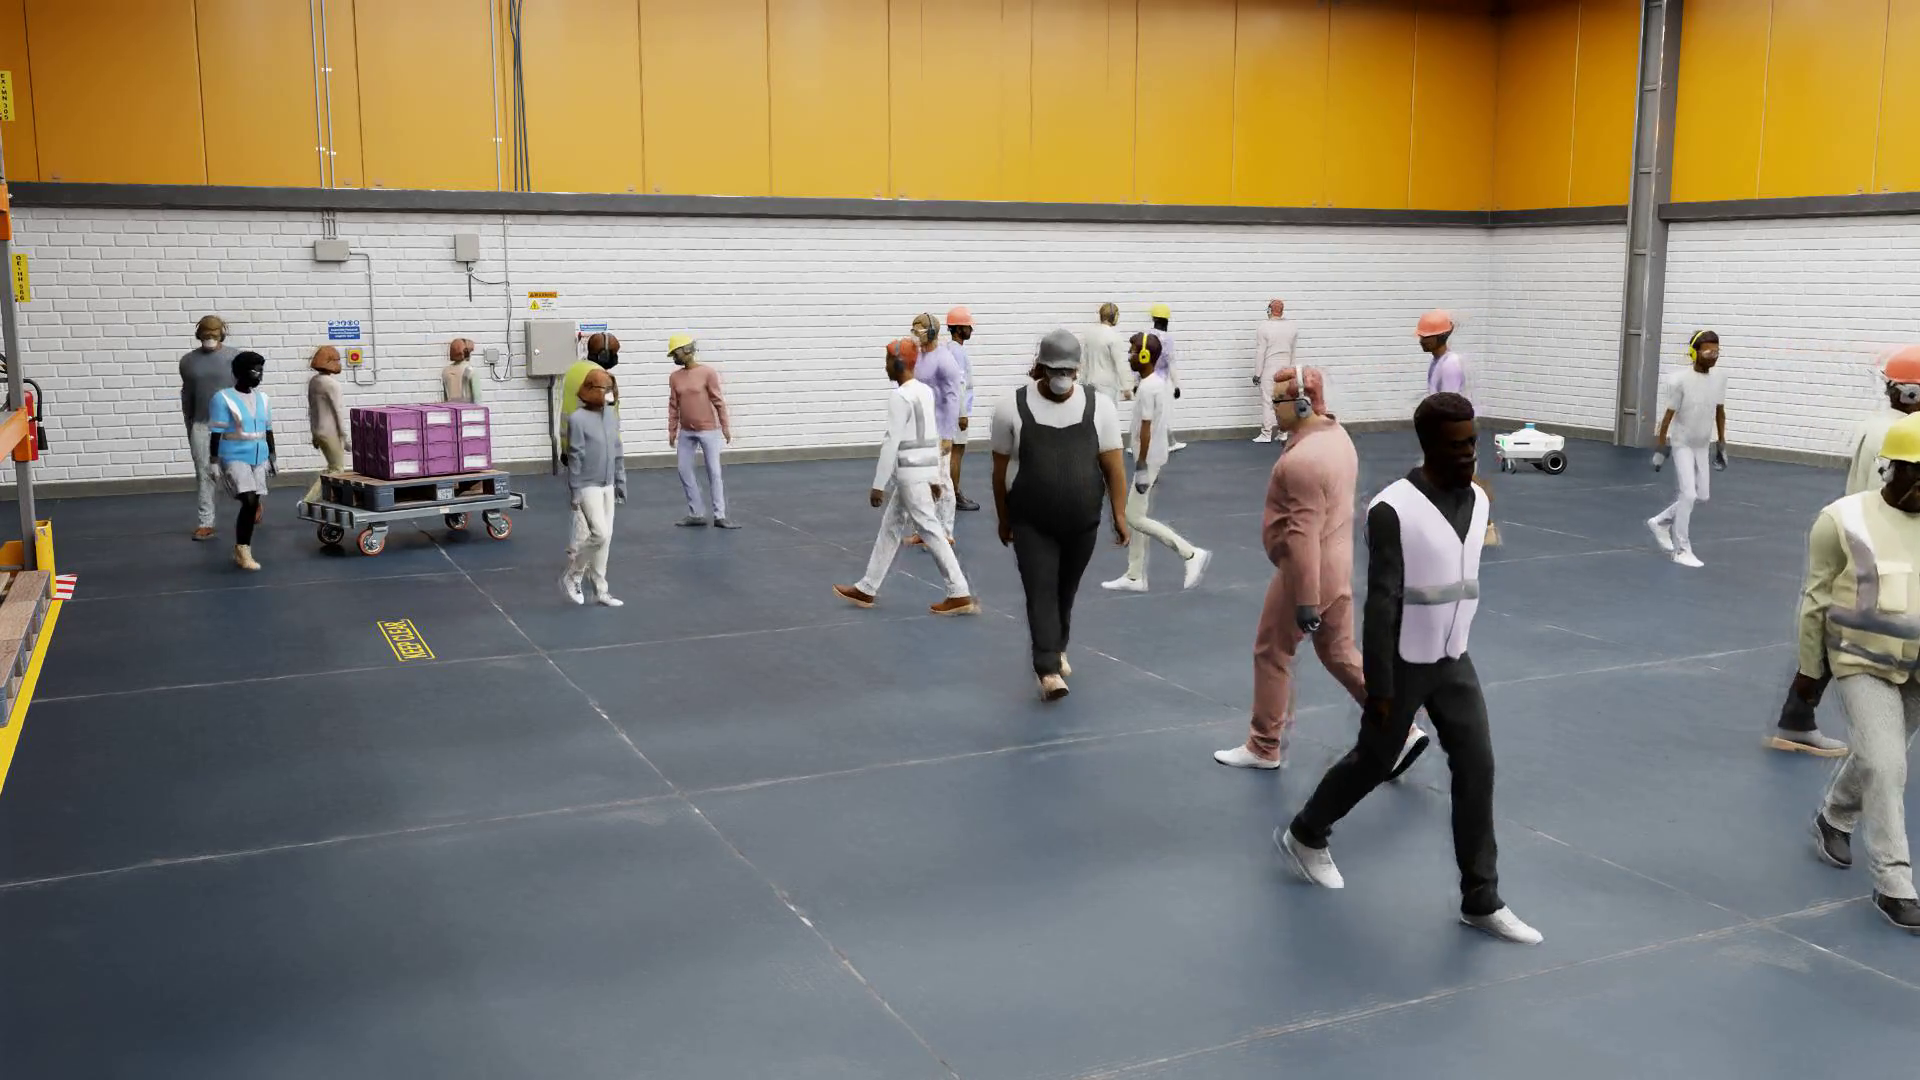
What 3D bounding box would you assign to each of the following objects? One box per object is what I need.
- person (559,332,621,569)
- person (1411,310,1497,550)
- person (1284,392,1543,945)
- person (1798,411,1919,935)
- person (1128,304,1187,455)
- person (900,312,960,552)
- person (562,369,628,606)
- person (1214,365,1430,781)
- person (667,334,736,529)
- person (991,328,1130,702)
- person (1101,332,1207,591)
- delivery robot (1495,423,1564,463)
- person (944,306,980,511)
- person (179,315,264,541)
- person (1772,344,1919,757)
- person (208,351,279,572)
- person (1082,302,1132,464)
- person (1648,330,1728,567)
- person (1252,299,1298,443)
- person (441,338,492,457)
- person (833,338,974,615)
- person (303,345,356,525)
[{"bbox_3d":[-2.819,-0.673,12.676,0.487,1.812,0.642,-7,11,-36],"label":"person"},{"bbox_3d":[3.910,-0.868,13.433,1.069,1.957,0.608,0,9,-2],"label":"person"},{"bbox_3d":[1.572,0.403,5.831,0.592,1.874,0.989,-7,11,-37],"label":"person"},{"bbox_3d":[3.354,0.417,6.008,0.596,1.790,0.931,0,9,1],"label":"person"},{"bbox_3d":[2.438,-1.974,20.561,1.012,1.871,0.610,-5,11,-31],"label":"person"},{"bbox_3d":[-0.239,-0.870,13.500,0.352,1.937,0.635,-6,11,-33],"label":"person"},{"bbox_3d":[-2.438,-0.339,11.174,0.347,1.618,0.516,4,10,24],"label":"person"},{"bbox_3d":[1.621,0.158,7.357,0.907,1.865,0.660,5,11,31],"label":"person"},{"bbox_3d":[-2.277,-0.948,14.658,0.667,1.721,0.308,4,10,24],"label":"person"},{"bbox_3d":[0.531,-0.190,8.961,0.690,2.000,1.033,-1,9,-8],"label":"person"},{"bbox_3d":[1.365,-0.531,11.671,0.672,1.849,0.530,2,9,12],"label":"person"},{"bbox_3d":[6.421,-1.077,18.772,0.707,0.478,0.477,1,9,4],"label":"delivery robot"},{"bbox_3d":[-0.005,-1.250,15.857,0.357,1.938,0.545,-2,9,-10],"label":"person"},{"bbox_3d":[-6.314,-0.973,14.235,0.642,1.915,0.736,1,9,4],"label":"person"},{"bbox_3d":[4.285,0.085,7.567,1.012,1.937,0.644,4,10,24],"label":"person"},{"bbox_3d":[-5.348,-0.584,12.533,0.532,1.665,0.565,4,10,25],"label":"person"},{"bbox_3d":[1.743,-1.773,19.172,0.757,1.912,0.627,-4,10,-24],"label":"person"},{"bbox_3d":[5.627,-0.724,12.932,0.528,1.831,0.664,-3,10,-19],"label":"person"},{"bbox_3d":[4.158,-2.237,22.080,0.643,1.908,0.408,-5,10,-27],"label":"person"},{"bbox_3d":[-4.766,-1.139,16.108,0.538,1.623,0.433,5,10,29],"label":"person"},{"bbox_3d":[-0.348,-0.413,11.027,1.017,1.833,0.604,2,9,14],"label":"person"},{"bbox_3d":[-5.594,-0.911,14.737,0.382,1.621,0.498,-9,12,-43],"label":"person"}]
